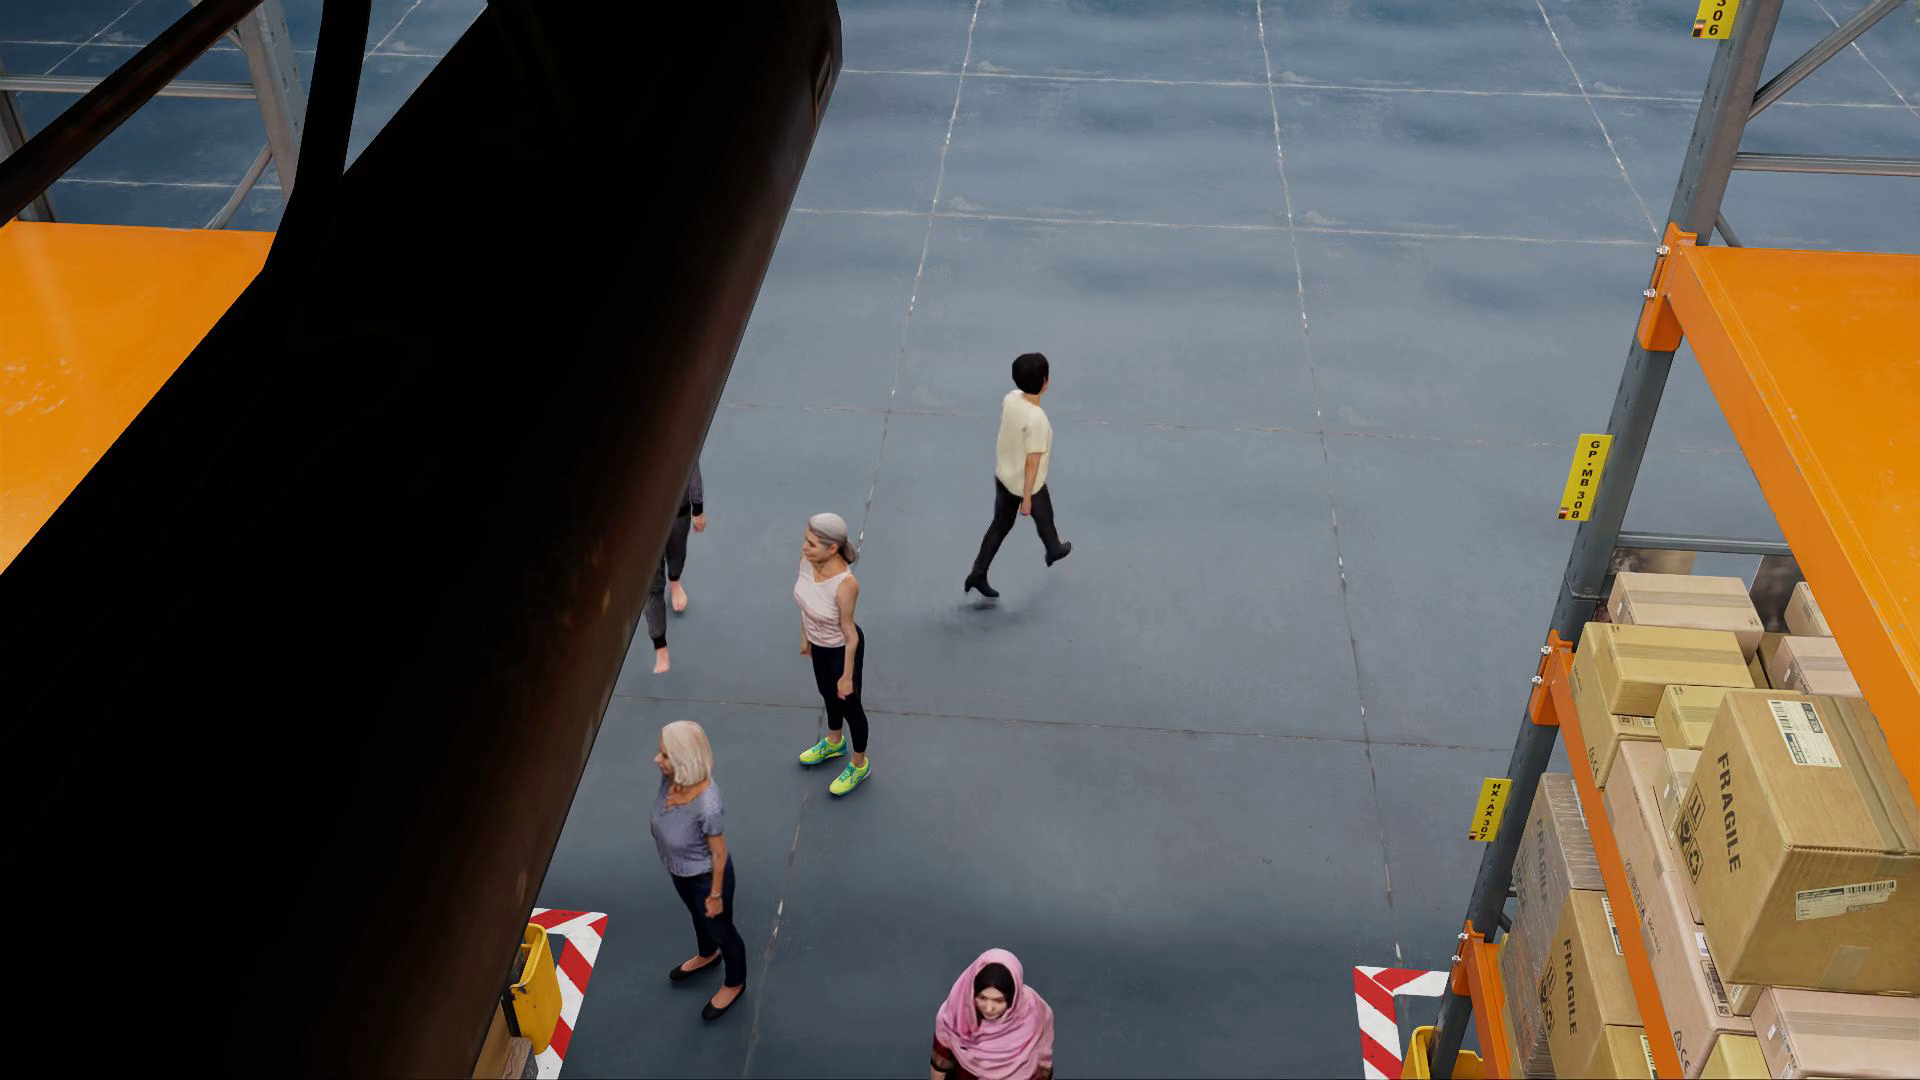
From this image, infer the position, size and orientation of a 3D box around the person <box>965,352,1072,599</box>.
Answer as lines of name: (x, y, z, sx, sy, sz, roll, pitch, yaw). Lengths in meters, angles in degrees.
person: (0.304, -0.301, 9.638, 1.039, 1.532, 1.045, -16, 41, -19)

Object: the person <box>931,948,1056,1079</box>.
person: (0.120, 2.110, 6.480, 0.655, 1.627, 0.818, 3, 38, 4)

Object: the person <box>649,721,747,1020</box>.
person: (-1.138, 1.421, 7.283, 0.708, 1.722, 0.638, -24, 44, -28)

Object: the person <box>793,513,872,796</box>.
person: (-0.628, 0.549, 8.414, 0.734, 1.702, 0.665, -25, 45, -28)
